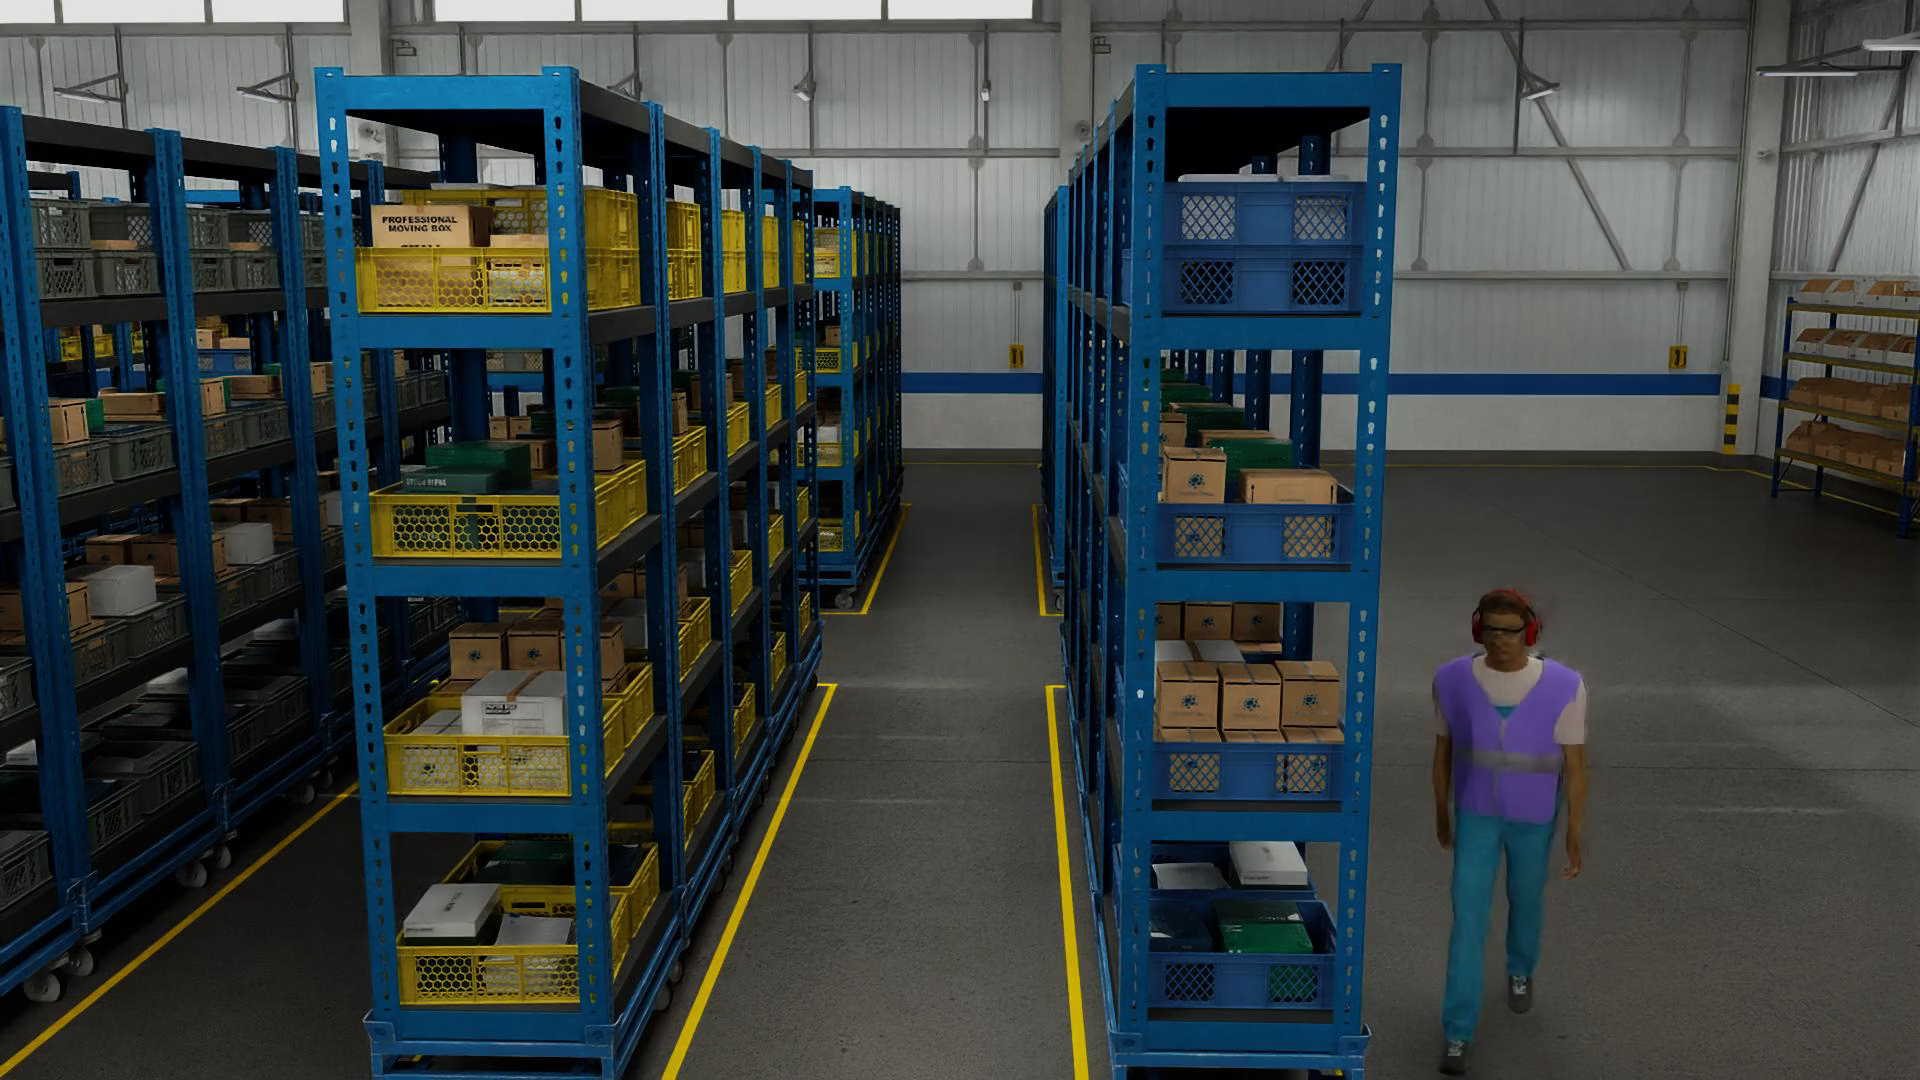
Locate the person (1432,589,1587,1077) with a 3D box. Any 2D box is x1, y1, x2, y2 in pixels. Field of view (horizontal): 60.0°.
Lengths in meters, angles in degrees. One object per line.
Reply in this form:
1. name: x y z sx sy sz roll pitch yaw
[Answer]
1. person: 2.101 1.059 6.416 0.586 1.797 0.982 4 10 22
